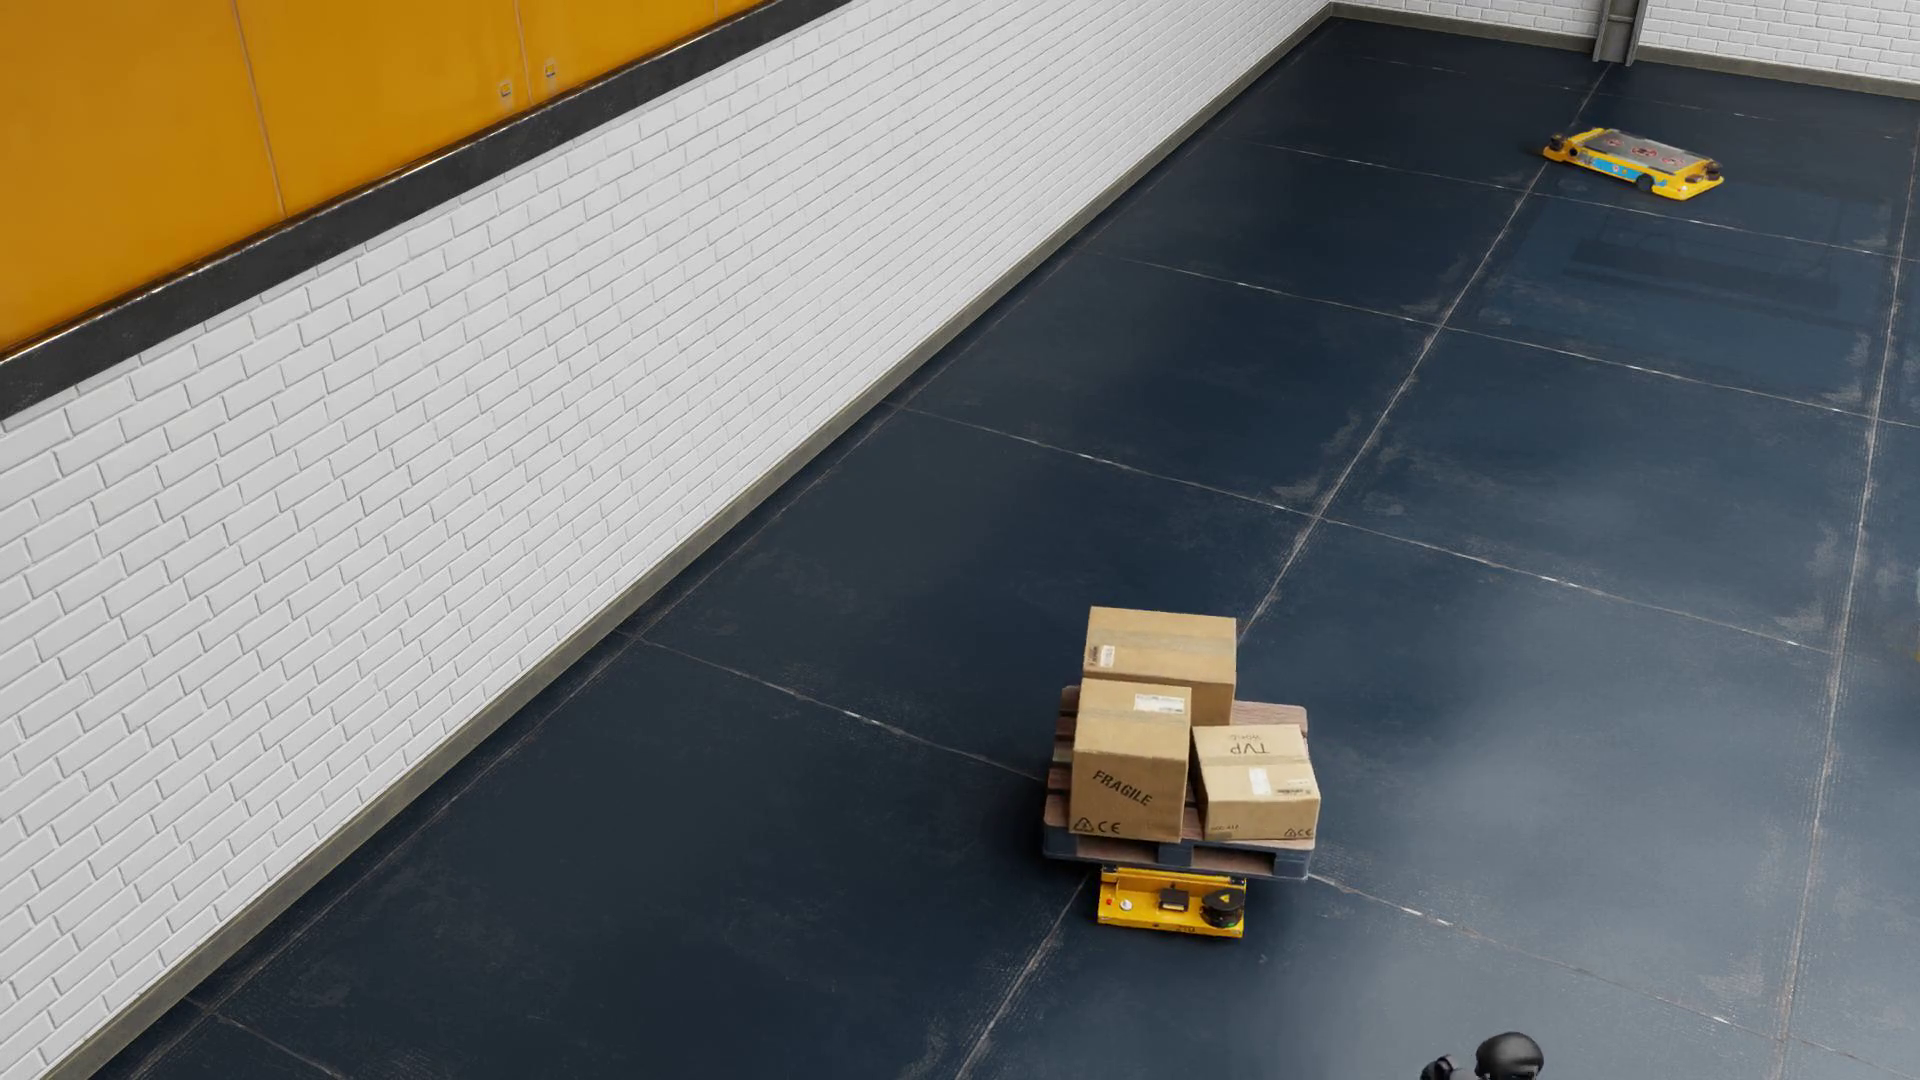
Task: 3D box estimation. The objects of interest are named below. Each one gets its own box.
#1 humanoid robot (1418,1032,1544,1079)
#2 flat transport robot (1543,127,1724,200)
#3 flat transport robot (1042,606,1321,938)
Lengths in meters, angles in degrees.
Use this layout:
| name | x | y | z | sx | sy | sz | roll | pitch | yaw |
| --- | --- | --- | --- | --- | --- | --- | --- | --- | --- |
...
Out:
| name | x | y | z | sx | sy | sz | roll | pitch | yaw |
| --- | --- | --- | --- | --- | --- | --- | --- | --- | --- |
| humanoid robot | 1.626 | 2.215 | 5.449 | 0.760 | 1.620 | 0.615 | -17 | 37 | -23 |
| flat transport robot | 6.107 | -3.440 | 15.096 | 0.659 | 0.231 | 1.431 | -25 | 41 | -32 |
| flat transport robot | 1.042 | 1.309 | 8.031 | 0.659 | 0.231 | 1.431 | 4 | 34 | 7 |
